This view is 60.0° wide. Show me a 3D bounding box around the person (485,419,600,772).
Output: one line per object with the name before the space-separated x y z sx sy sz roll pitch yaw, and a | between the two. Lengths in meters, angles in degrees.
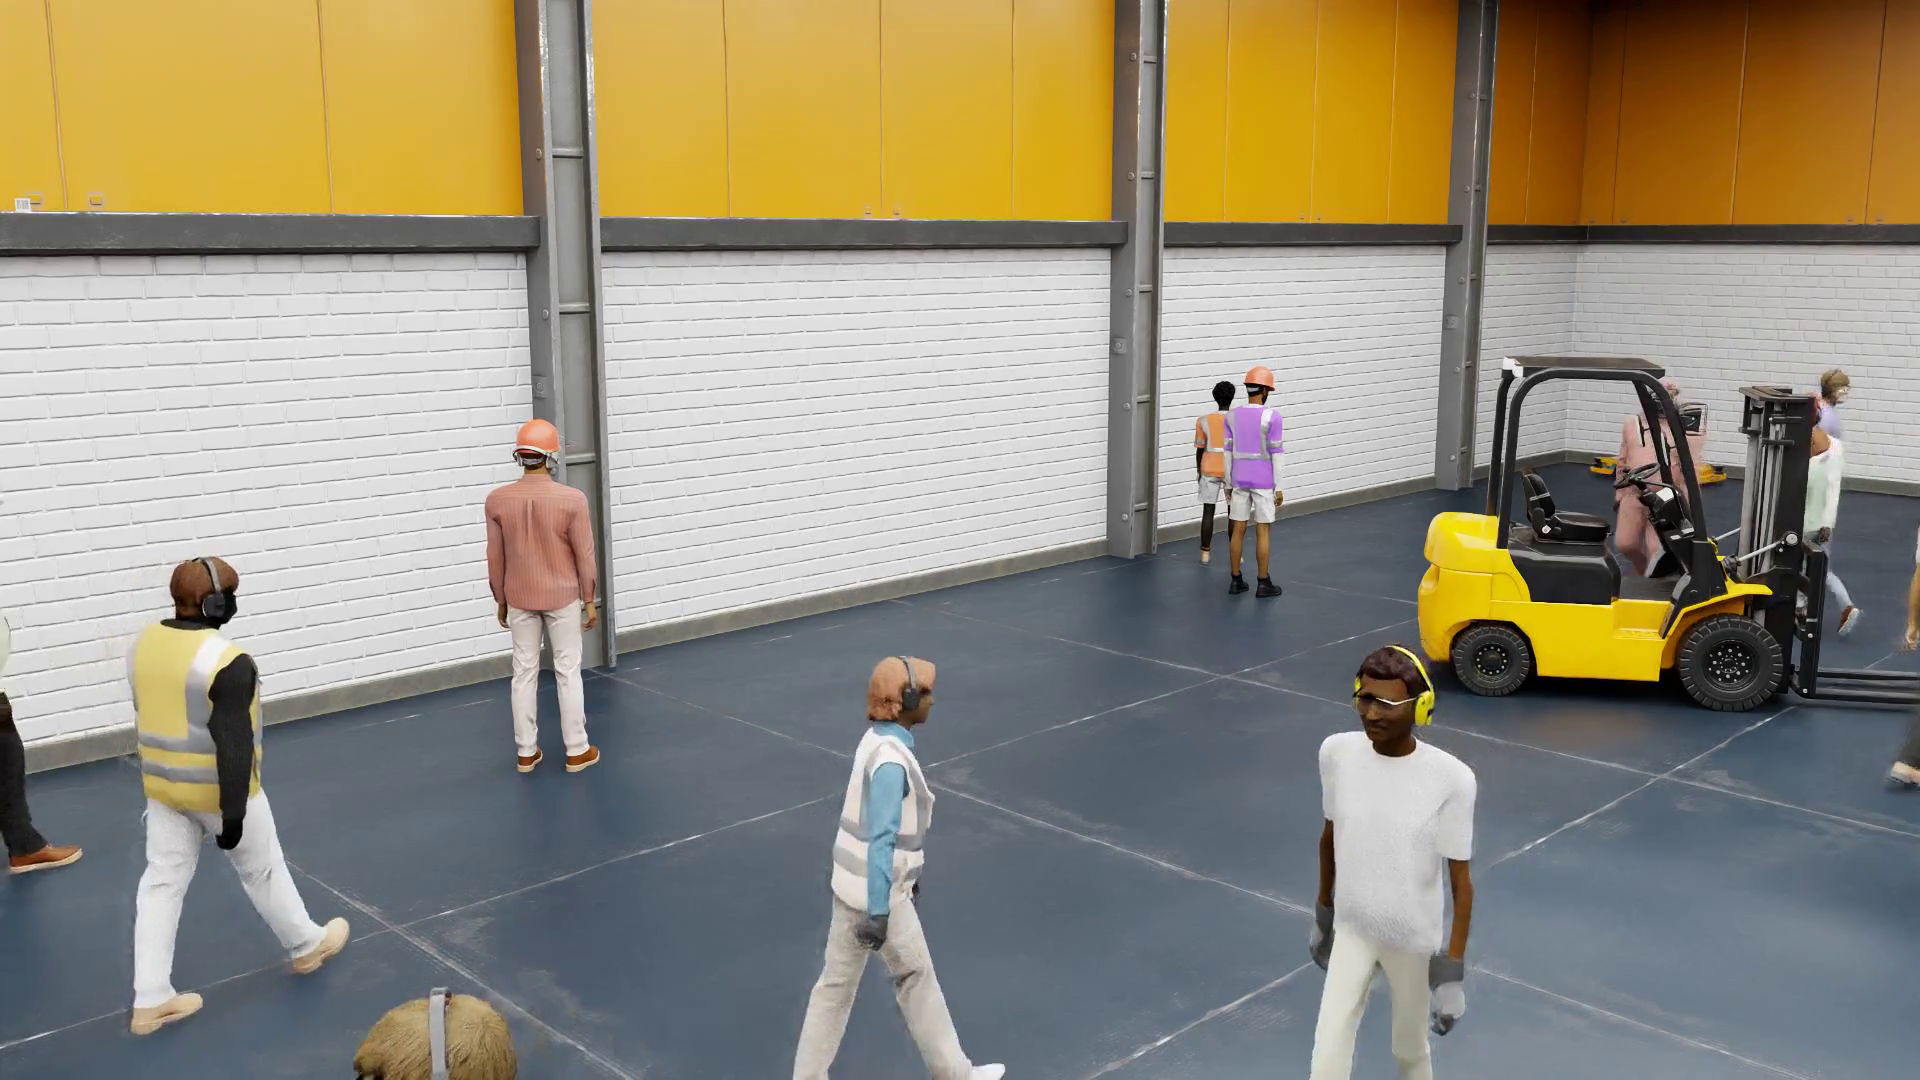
person | -2.326 0.321 9.317 0.609 1.995 0.376 1 10 3

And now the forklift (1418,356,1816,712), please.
forklift | 4.276 -0.101 11.076 2.313 2.155 1.214 2 11 13

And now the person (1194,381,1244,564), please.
person | 2.402 -0.606 15.215 0.535 1.695 0.320 4 11 19

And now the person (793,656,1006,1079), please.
person | -0.225 1.190 5.657 0.800 1.588 0.532 -2 11 -12

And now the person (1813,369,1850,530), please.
person | 7.214 -0.496 14.026 0.447 1.900 0.648 7 12 33

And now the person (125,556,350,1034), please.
person | -2.894 0.943 6.495 0.622 1.791 0.944 4 11 23

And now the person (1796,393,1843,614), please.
person | 6.344 -0.204 12.642 0.590 1.826 1.031 7 13 35

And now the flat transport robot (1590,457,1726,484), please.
flat transport robot | 8.649 -0.889 20.621 0.652 0.197 1.431 -8 13 -38

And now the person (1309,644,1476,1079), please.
person | 1.206 1.214 4.883 0.560 1.828 0.946 8 13 36

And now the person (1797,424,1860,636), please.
person | 6.461 -0.071 12.531 0.496 1.603 0.729 -3 11 -18

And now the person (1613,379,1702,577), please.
person | 5.502 -0.339 13.205 0.460 1.886 0.672 -8 13 -38

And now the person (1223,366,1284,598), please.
person | 2.462 -0.483 13.887 0.543 1.928 0.372 8 13 37

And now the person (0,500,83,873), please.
person | -4.607 0.654 7.584 0.871 1.970 0.617 -8 13 -36

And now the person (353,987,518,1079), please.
person | -0.827 1.608 2.556 0.946 1.898 0.653 -3 11 -14

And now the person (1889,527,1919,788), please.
person | 5.472 0.457 9.140 0.975 1.803 0.530 -4 11 -22
